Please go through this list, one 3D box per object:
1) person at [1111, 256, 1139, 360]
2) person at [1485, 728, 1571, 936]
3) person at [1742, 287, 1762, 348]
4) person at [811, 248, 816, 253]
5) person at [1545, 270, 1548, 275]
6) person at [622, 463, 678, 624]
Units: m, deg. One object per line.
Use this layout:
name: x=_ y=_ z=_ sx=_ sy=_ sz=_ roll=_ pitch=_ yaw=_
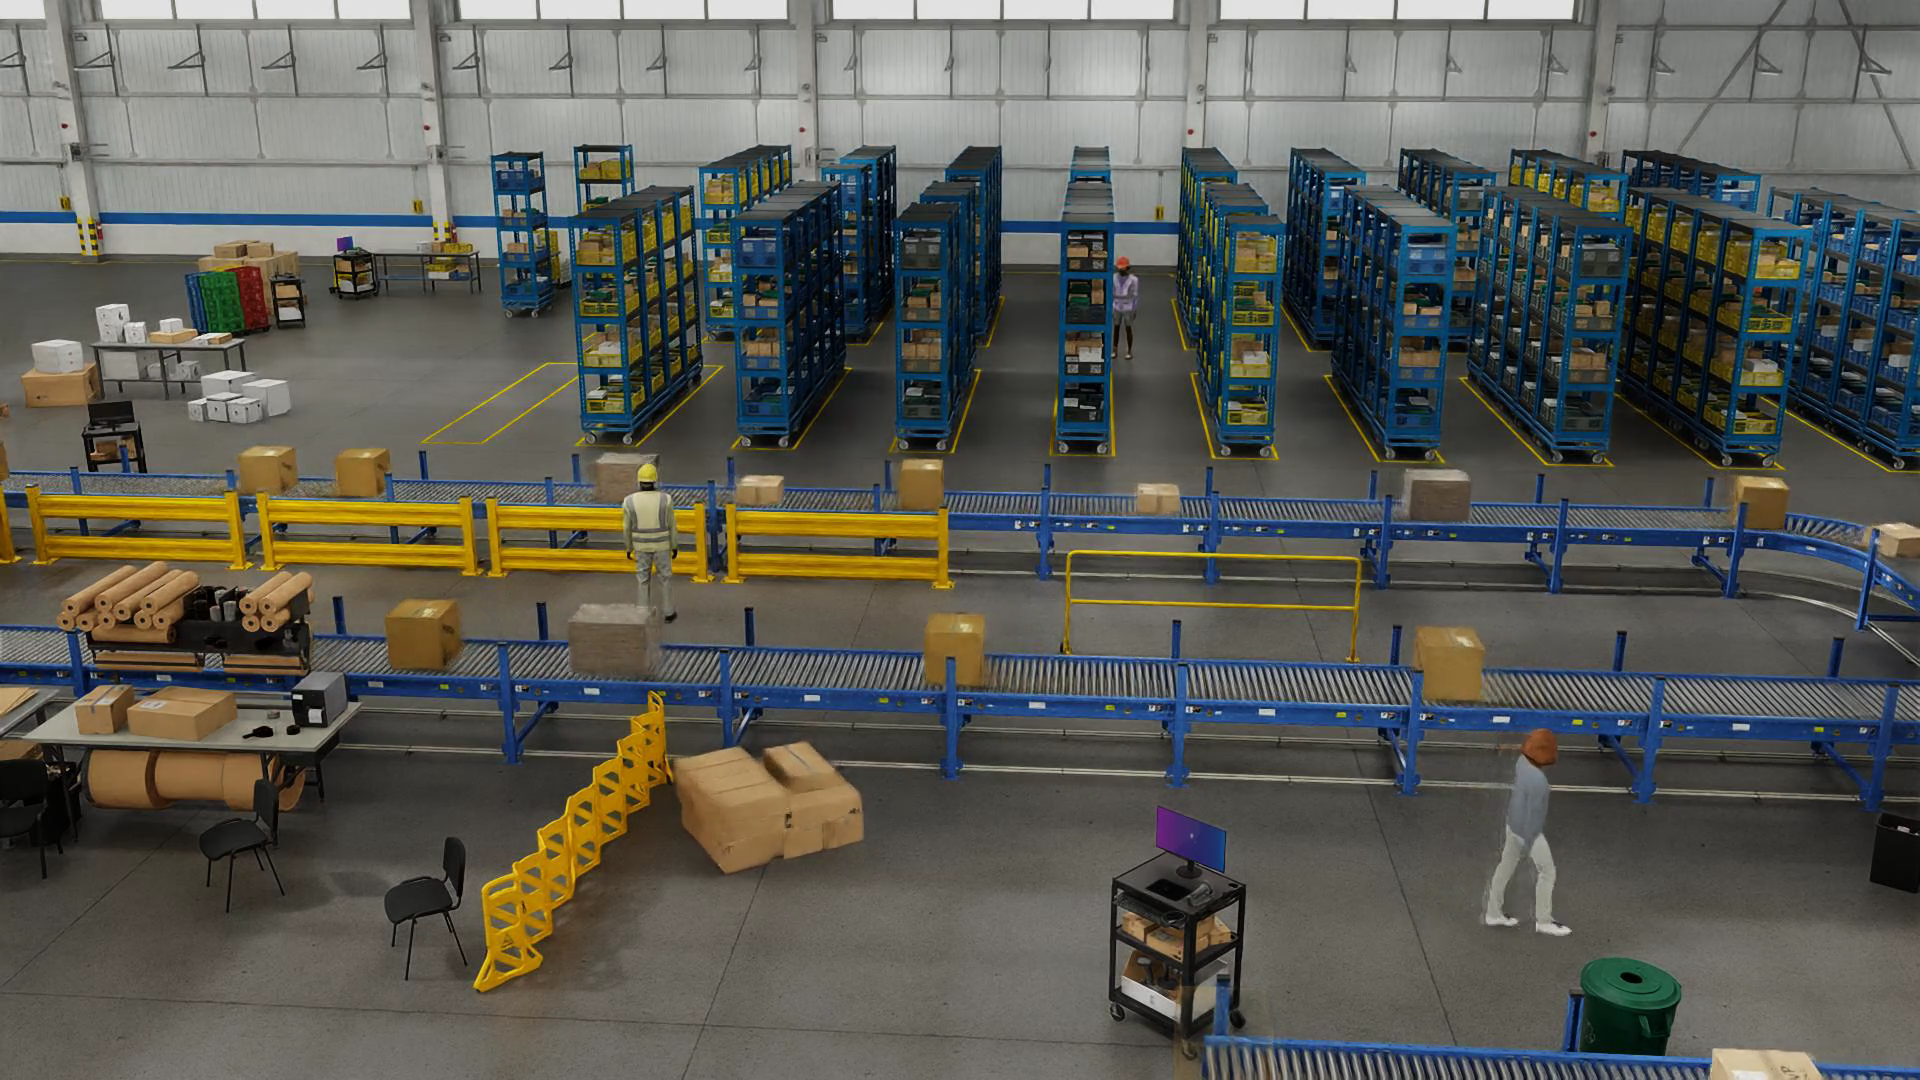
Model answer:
person: x=3.202 y=-4.557 z=32.703 sx=0.606 sy=2.036 sz=0.406 roll=7 pitch=19 yaw=22
person: x=4.243 y=2.125 z=12.189 sx=0.702 sy=1.607 sz=0.505 roll=-1 pitch=18 yaw=-3
person: x=14.179 y=-3.668 z=29.946 sx=0.392 sy=1.988 sz=0.608 roll=7 pitch=19 yaw=21
person: x=-3.741 y=-7.384 z=42.141 sx=0.391 sy=1.736 sz=0.585 roll=2 pitch=18 yaw=5
person: x=11.367 y=-4.434 z=32.627 sx=0.376 sy=1.835 sz=0.566 roll=4 pitch=18 yaw=13
person: x=-3.414 y=0.046 z=18.412 sx=0.589 sy=1.834 sz=0.403 roll=-1 pitch=18 yaw=-5
